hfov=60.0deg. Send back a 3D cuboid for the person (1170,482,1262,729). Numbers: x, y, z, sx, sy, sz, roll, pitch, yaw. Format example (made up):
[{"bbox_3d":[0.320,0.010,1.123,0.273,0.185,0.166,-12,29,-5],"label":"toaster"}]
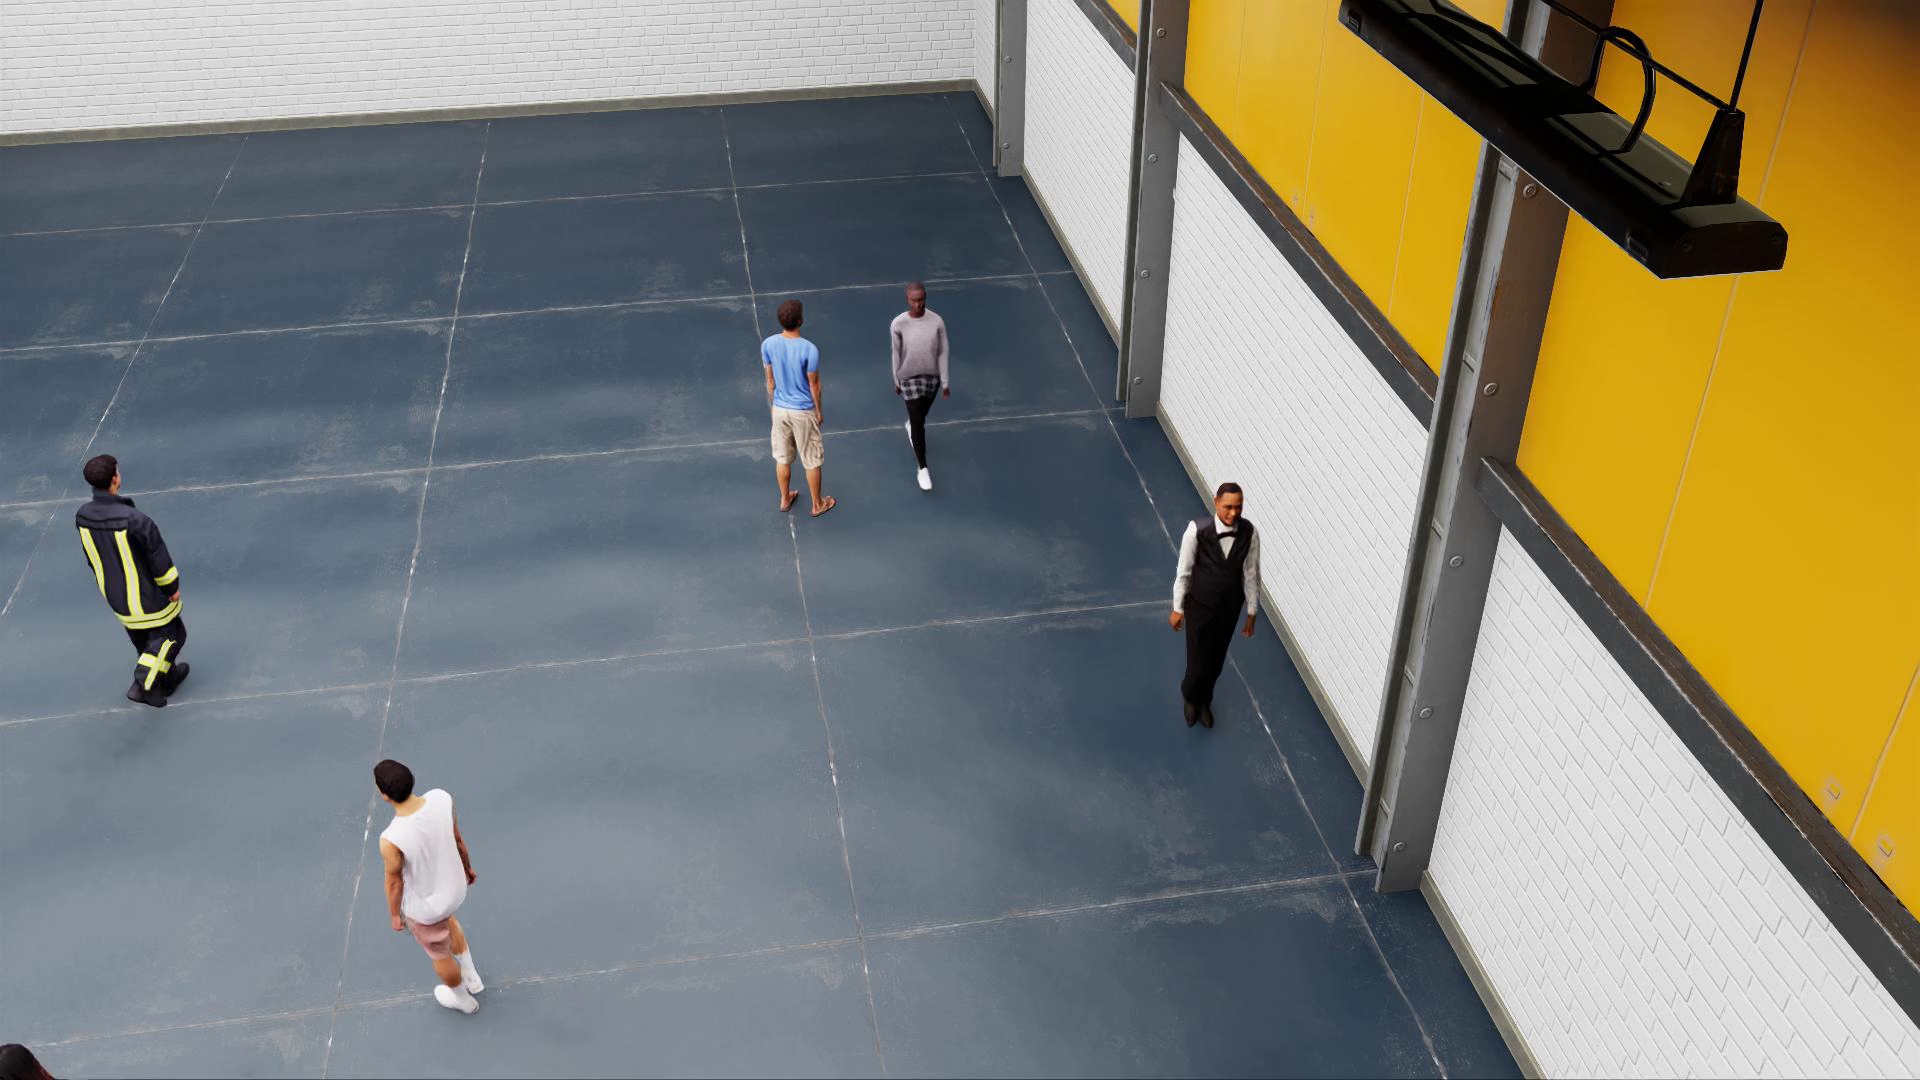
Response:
[{"bbox_3d":[1.677,0.382,11.132,0.720,1.908,0.657,-4,34,-6],"label":"person"}]

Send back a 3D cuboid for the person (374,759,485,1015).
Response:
[{"bbox_3d":[-2.774,1.920,8.941,0.869,1.772,0.798,18,38,25],"label":"person"}]

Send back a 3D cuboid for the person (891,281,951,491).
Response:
[{"bbox_3d":[-0.353,-1.390,13.948,0.672,1.741,1.181,-9,35,-13],"label":"person"}]

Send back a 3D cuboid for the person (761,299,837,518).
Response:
[{"bbox_3d":[-1.323,-1.052,13.331,0.750,1.862,0.755,12,35,17],"label":"person"}]

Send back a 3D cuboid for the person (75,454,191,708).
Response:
[{"bbox_3d":[-5.590,0.347,11.185,0.996,1.908,1.067,9,35,14],"label":"person"}]
